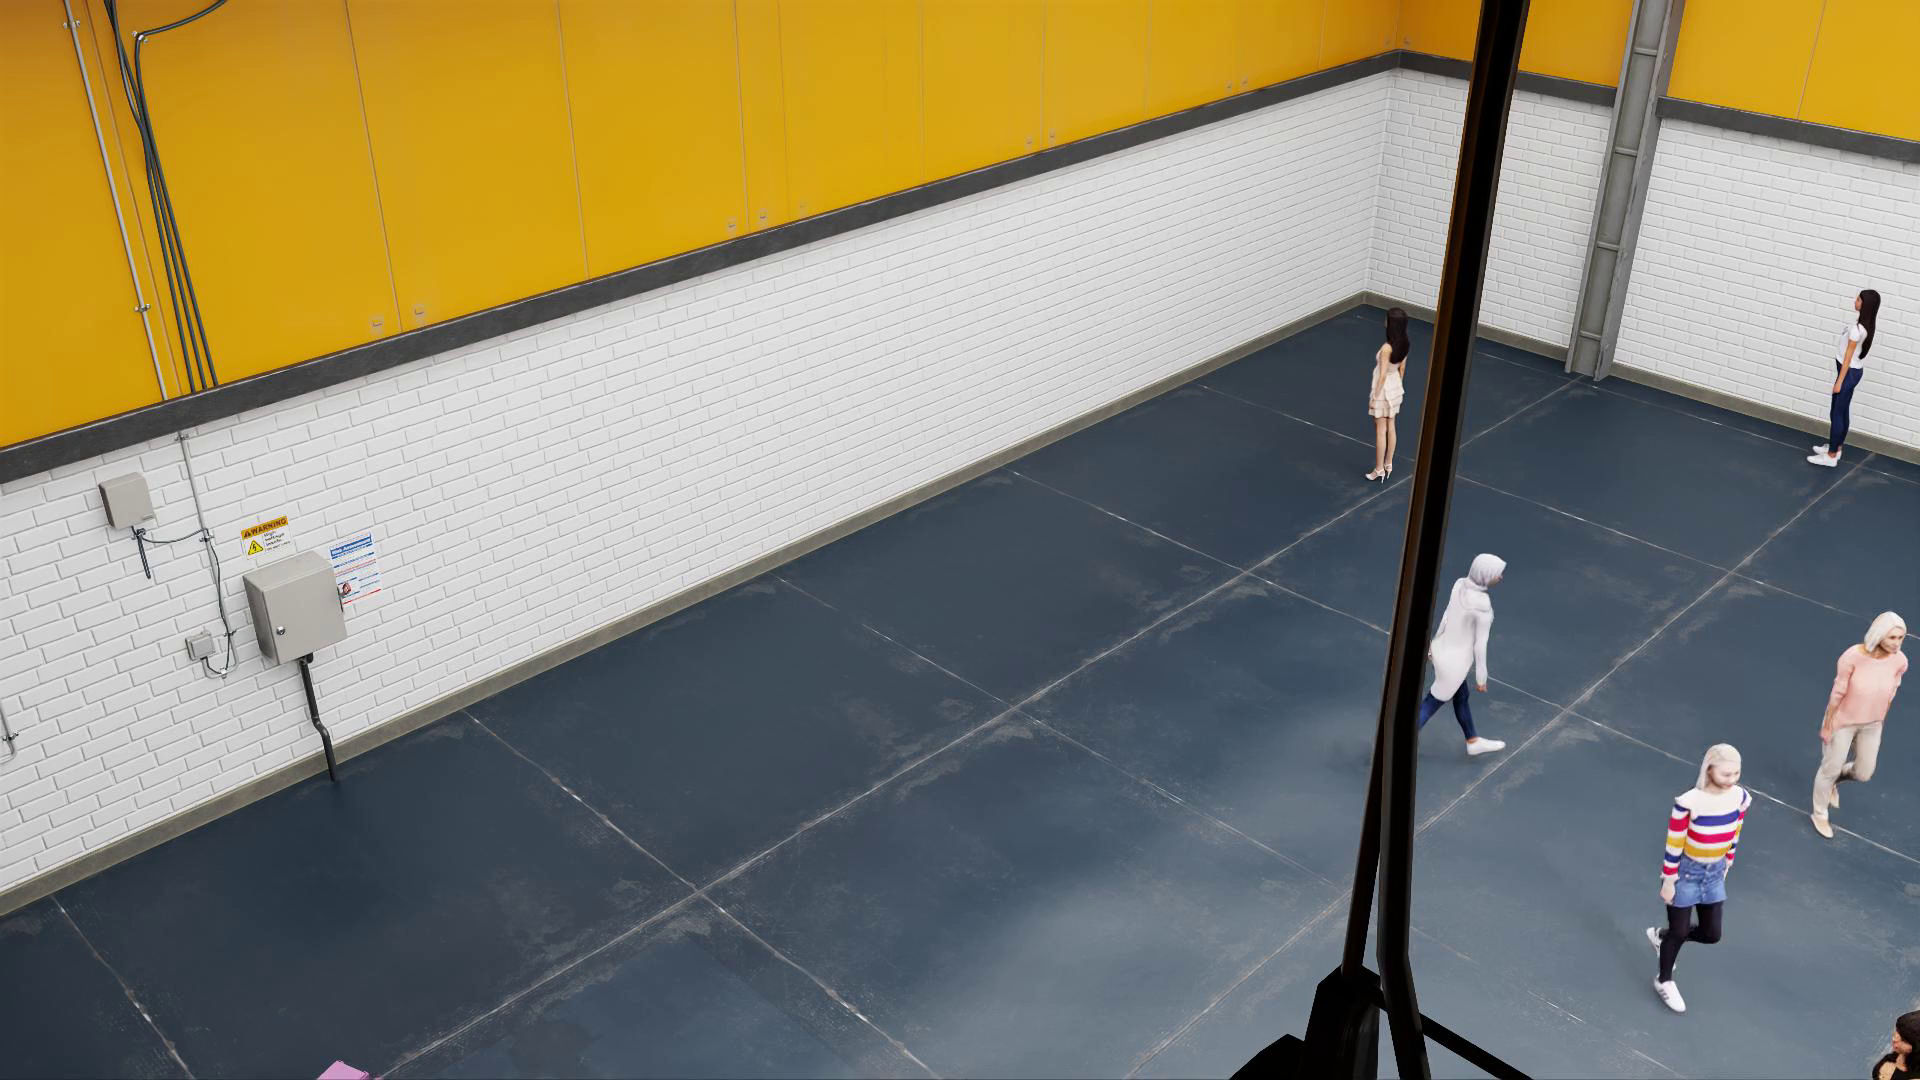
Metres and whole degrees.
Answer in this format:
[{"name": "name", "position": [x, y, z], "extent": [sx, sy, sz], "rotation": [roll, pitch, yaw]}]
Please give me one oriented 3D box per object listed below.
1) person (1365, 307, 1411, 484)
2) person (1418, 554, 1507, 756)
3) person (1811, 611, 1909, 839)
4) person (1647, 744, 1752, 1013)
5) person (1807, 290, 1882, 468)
[{"name": "person", "position": [4.049, -1.368, 15.748], "extent": [0.585, 1.735, 0.527], "rotation": [-23, 36, -36]}, {"name": "person", "position": [3.344, 0.877, 11.637], "extent": [1.151, 1.730, 1.140], "rotation": [-5, 29, -9]}, {"name": "person", "position": [5.933, 1.165, 11.123], "extent": [0.786, 1.716, 0.845], "rotation": [1, 29, 2]}, {"name": "person", "position": [4.230, 1.902, 9.686], "extent": [0.829, 1.799, 0.890], "rotation": [-6, 29, -11]}, {"name": "person", "position": [8.601, -1.570, 16.078], "extent": [0.533, 1.773, 0.606], "rotation": [20, 35, 33]}]
